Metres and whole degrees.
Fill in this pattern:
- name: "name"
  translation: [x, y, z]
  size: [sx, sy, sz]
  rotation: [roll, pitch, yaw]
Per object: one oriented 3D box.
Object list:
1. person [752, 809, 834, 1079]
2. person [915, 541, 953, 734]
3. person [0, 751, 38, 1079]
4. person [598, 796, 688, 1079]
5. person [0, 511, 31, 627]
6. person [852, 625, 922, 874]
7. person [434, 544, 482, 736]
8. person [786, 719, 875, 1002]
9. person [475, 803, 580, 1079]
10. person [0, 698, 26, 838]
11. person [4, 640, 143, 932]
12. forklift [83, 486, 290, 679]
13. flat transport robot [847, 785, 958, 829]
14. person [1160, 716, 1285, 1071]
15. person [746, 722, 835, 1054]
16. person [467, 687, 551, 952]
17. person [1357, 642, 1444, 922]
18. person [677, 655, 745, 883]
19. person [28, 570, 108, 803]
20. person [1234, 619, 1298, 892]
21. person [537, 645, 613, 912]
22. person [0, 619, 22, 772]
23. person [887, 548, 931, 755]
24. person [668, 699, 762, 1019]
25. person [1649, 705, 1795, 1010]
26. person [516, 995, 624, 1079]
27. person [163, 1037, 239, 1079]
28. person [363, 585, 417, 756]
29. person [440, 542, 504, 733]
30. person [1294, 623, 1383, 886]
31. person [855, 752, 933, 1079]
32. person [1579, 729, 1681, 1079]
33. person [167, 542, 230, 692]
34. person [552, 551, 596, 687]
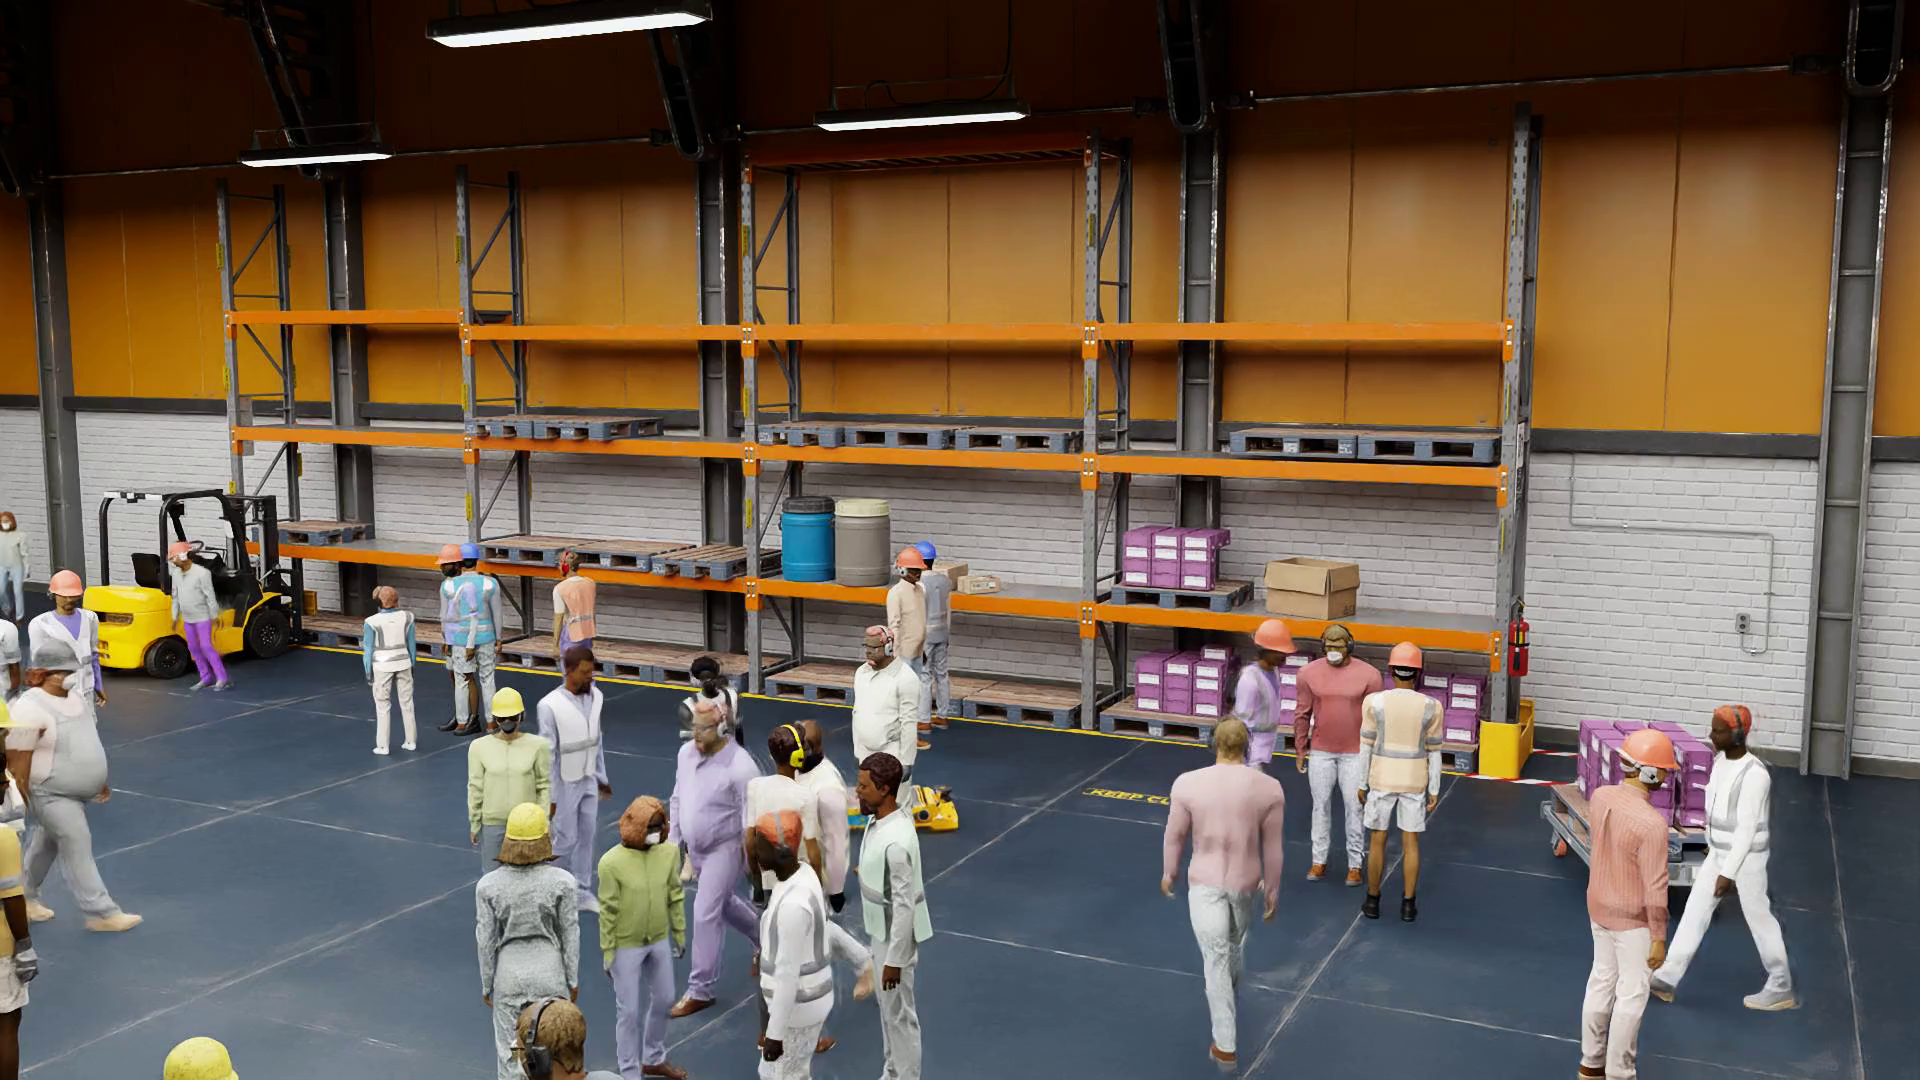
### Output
- name: "person"
  translation: [-0.711, 2.135, 7.626]
  size: [0.488, 1.869, 0.577]
  rotation: [-1, 7, -8]
- name: "person"
  translation: [-0.333, 0.983, 16.813]
  size: [0.404, 1.948, 0.605]
  rotation: [7, 10, 43]
- name: "person"
  translation: [-4.868, 1.999, 8.337]
  size: [0.600, 1.967, 0.368]
  rotation: [3, 8, 24]
- name: "person"
  translation: [-1.654, 2.126, 8.721]
  size: [0.514, 1.619, 0.369]
  rotation: [-6, 9, -42]
- name: "person"
  translation: [-13.092, 0.404, 22.911]
  size: [0.546, 1.615, 0.412]
  rotation: [-2, 7, -16]
- name: "person"
  translation: [-0.575, 1.565, 12.240]
  size: [0.635, 1.900, 0.398]
  rotation: [6, 9, 42]
- name: "person"
  translation: [-5.060, 1.001, 16.711]
  size: [0.551, 1.935, 0.375]
  rotation: [7, 10, 44]
- name: "person"
  translation: [-0.790, 1.917, 9.662]
  size: [0.741, 1.814, 0.629]
  rotation: [-2, 7, -20]
- name: "person"
  translation: [-2.094, 2.138, 8.108]
  size: [0.487, 1.744, 0.312]
  rotation: [-1, 7, -8]
- name: "person"
  translation: [-5.933, 1.854, 10.172]
  size: [0.403, 1.817, 0.601]
  rotation: [-4, 8, -28]
- name: "person"
  translation: [-6.061, 1.615, 11.214]
  size: [1.011, 2.000, 0.693]
  rotation: [0, 7, 2]
- name: "forklift"
  translation: [-9.426, 0.454, 20.179]
  size: [1.214, 2.155, 2.313]
  rotation: [3, 8, 26]
- name: "flat transport robot"
  translation: [-0.757, 2.199, 13.636]
  size: [1.431, 0.197, 0.652]
  rotation: [-1, 7, -6]
- name: "person"
  translation: [1.472, 1.917, 9.353]
  size: [0.645, 1.886, 1.012]
  rotation: [-1, 7, -4]
- name: "person"
  translation: [-0.951, 1.936, 9.260]
  size: [0.531, 1.870, 0.317]
  rotation: [5, 8, 34]
- name: "person"
  translation: [-2.888, 1.815, 10.687]
  size: [0.523, 1.769, 0.317]
  rotation: [-2, 7, -17]
- name: "person"
  translation: [3.010, 1.652, 11.399]
  size: [0.553, 1.923, 0.391]
  rotation: [1, 7, 9]
- name: "person"
  translation: [-1.820, 1.671, 12.275]
  size: [0.617, 1.669, 0.318]
  rotation: [-6, 9, -40]
- name: "person"
  translation: [-7.534, 1.264, 14.108]
  size: [0.381, 2.040, 0.616]
  rotation: [4, 8, 27]
- name: "person"
  translation: [2.087, 1.545, 12.059]
  size: [0.721, 1.998, 0.666]
  rotation: [3, 8, 25]
- name: "person"
  translation: [-2.663, 1.656, 11.422]
  size: [0.381, 1.920, 0.610]
  rotation: [3, 8, 24]
- name: "person"
  translation: [-8.284, 1.304, 14.087]
  size: [0.610, 1.966, 0.364]
  rotation: [-1, 7, -11]
- name: "person"
  translation: [-0.484, 1.064, 15.952]
  size: [0.390, 1.992, 0.624]
  rotation: [3, 8, 24]
- name: "person"
  translation: [-1.413, 1.845, 10.024]
  size: [0.930, 1.871, 0.638]
  rotation: [-7, 9, -43]
- name: "person"
  translation: [4.527, 1.883, 9.839]
  size: [0.978, 1.833, 0.593]
  rotation: [0, 7, -1]
- name: "person"
  translation: [-1.245, 2.391, 5.288]
  size: [0.386, 1.927, 0.641]
  rotation: [2, 7, 17]
- name: "person"
  translation: [-2.447, 2.462, 5.435]
  size: [0.295, 1.744, 0.490]
  rotation: [3, 7, 22]
- name: "person"
  translation: [-5.454, 1.248, 15.938]
  size: [0.519, 1.633, 0.314]
  rotation: [-6, 9, -40]
- name: "person"
  translation: [-4.905, 0.992, 16.749]
  size: [0.603, 1.945, 0.390]
  rotation: [-2, 7, -13]
- name: "person"
  translation: [2.755, 1.557, 12.178]
  size: [0.635, 1.929, 0.384]
  rotation: [3, 7, 20]
- name: "person"
  translation: [-0.344, 2.013, 8.425]
  size: [0.396, 1.919, 0.590]
  rotation: [-1, 7, -11]
- name: "person"
  translation: [3.500, 1.955, 8.672]
  size: [0.411, 1.980, 0.626]
  rotation: [-1, 7, -11]
- name: "person"
  translation: [-8.657, 0.862, 18.794]
  size: [0.606, 1.706, 0.426]
  rotation: [3, 7, 23]
- name: "person"
  translation: [-3.907, 1.024, 16.922]
  size: [0.394, 1.839, 0.561]
  rotation: [4, 8, 30]
